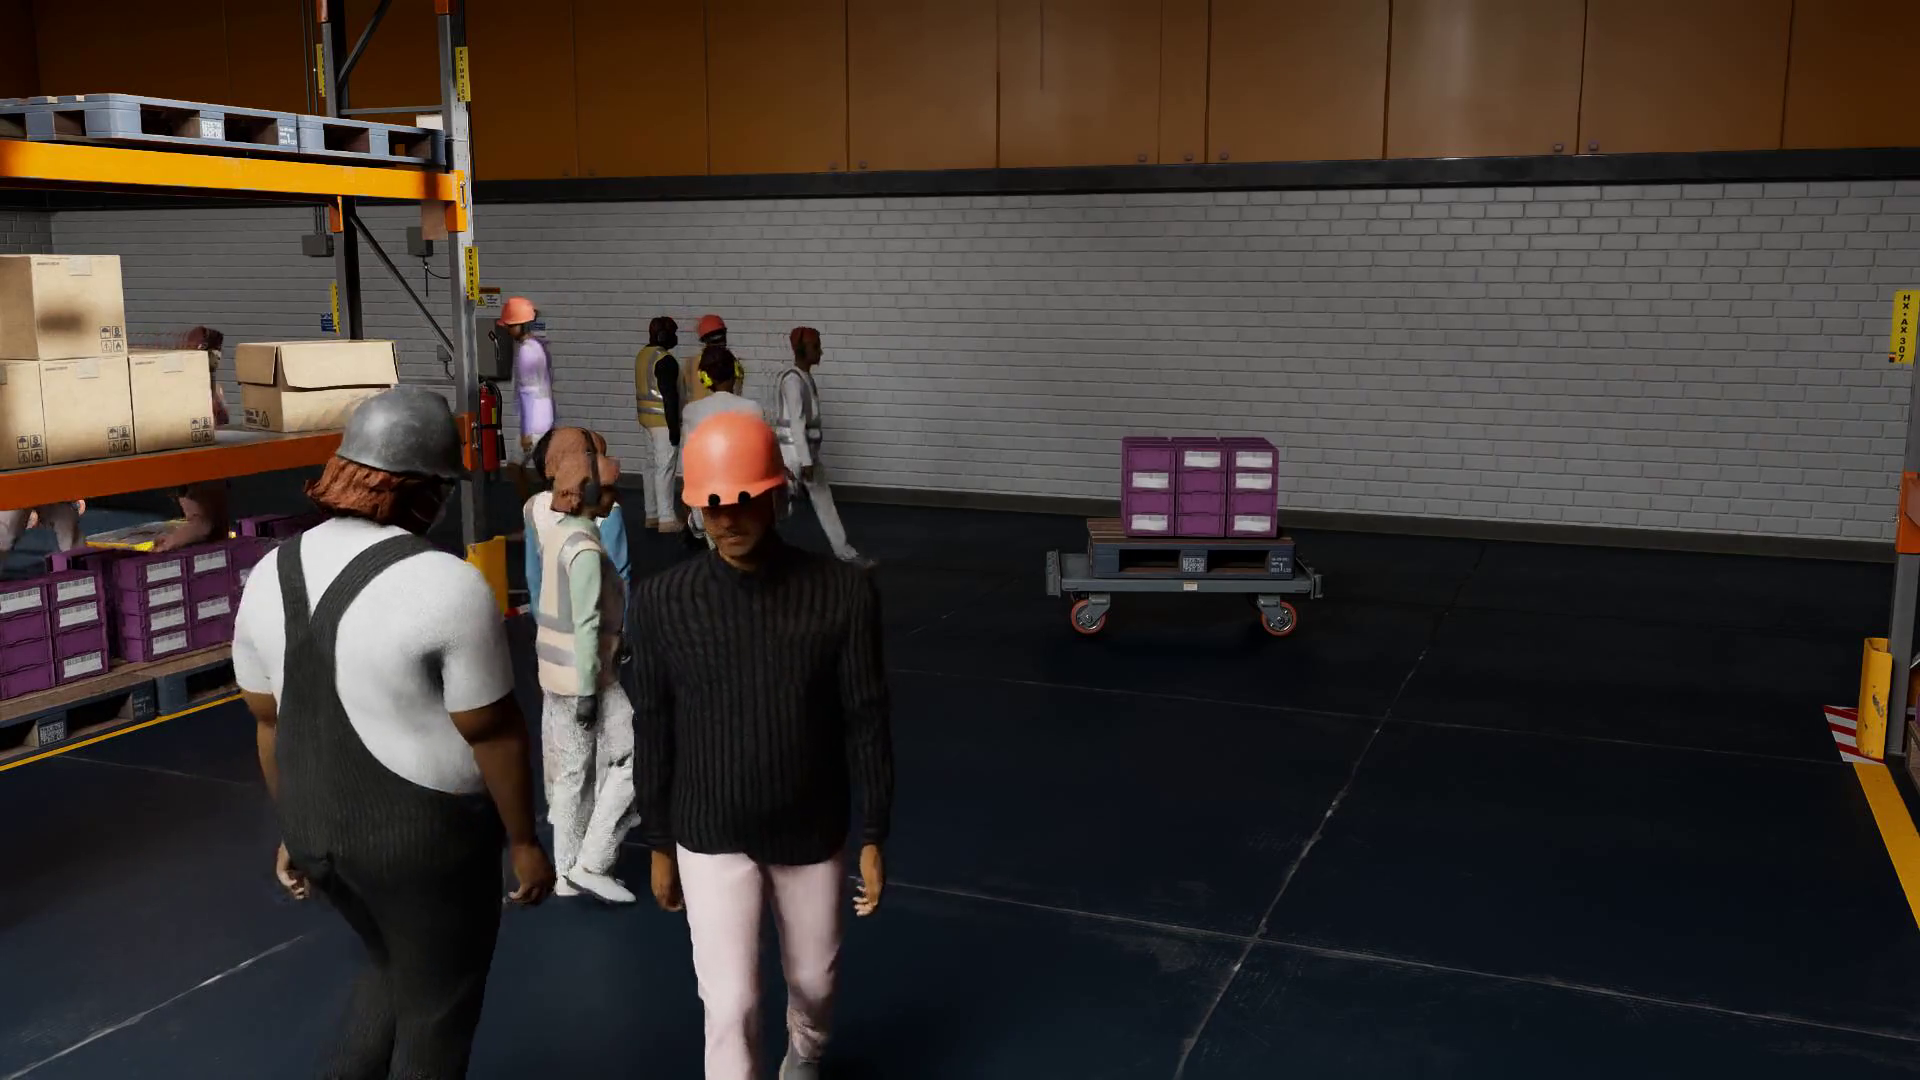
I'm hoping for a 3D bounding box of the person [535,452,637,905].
[{"bbox_3d":[-1.303,0.496,5.887,0.377,1.623,0.520,-5,11,-27],"label":"person"}]

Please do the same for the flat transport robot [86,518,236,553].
[{"bbox_3d":[-6.222,0.027,12.825,0.652,0.197,1.431,2,10,14],"label":"flat transport robot"}]

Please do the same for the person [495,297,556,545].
[{"bbox_3d":[-3.440,-0.955,13.511,0.589,2.010,0.716,-1,9,-5],"label":"person"}]

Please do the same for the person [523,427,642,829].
[{"bbox_3d":[-1.513,0.365,6.652,0.511,1.638,0.308,5,11,27],"label":"person"}]

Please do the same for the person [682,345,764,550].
[{"bbox_3d":[-1.284,-0.169,9.311,0.594,1.830,0.461,3,10,15],"label":"person"}]

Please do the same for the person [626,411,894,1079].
[{"bbox_3d":[-0.468,0.652,3.985,0.613,1.959,0.907,-1,9,-7],"label":"person"}]

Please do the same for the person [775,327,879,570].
[{"bbox_3d":[-1.135,-0.631,12.113,1.005,1.827,0.603,1,9,7],"label":"person"}]

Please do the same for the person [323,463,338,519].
[{"bbox_3d":[-4.405,-0.535,11.902,0.946,1.694,0.579,0,9,0],"label":"person"}]

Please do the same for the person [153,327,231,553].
[{"bbox_3d":[-5.122,-0.480,11.073,0.654,1.871,0.684,-1,9,-8],"label":"person"}]

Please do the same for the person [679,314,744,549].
[{"bbox_3d":[-1.937,-0.853,13.259,0.545,1.892,0.658,5,10,25],"label":"person"}]

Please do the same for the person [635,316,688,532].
[{"bbox_3d":[-2.539,-0.990,14.250,0.429,1.839,0.633,-6,11,-31],"label":"person"}]

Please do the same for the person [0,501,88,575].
[{"bbox_3d":[-6.031,-0.432,10.821,1.008,1.859,0.660,-1,9,-4],"label":"person"}]
